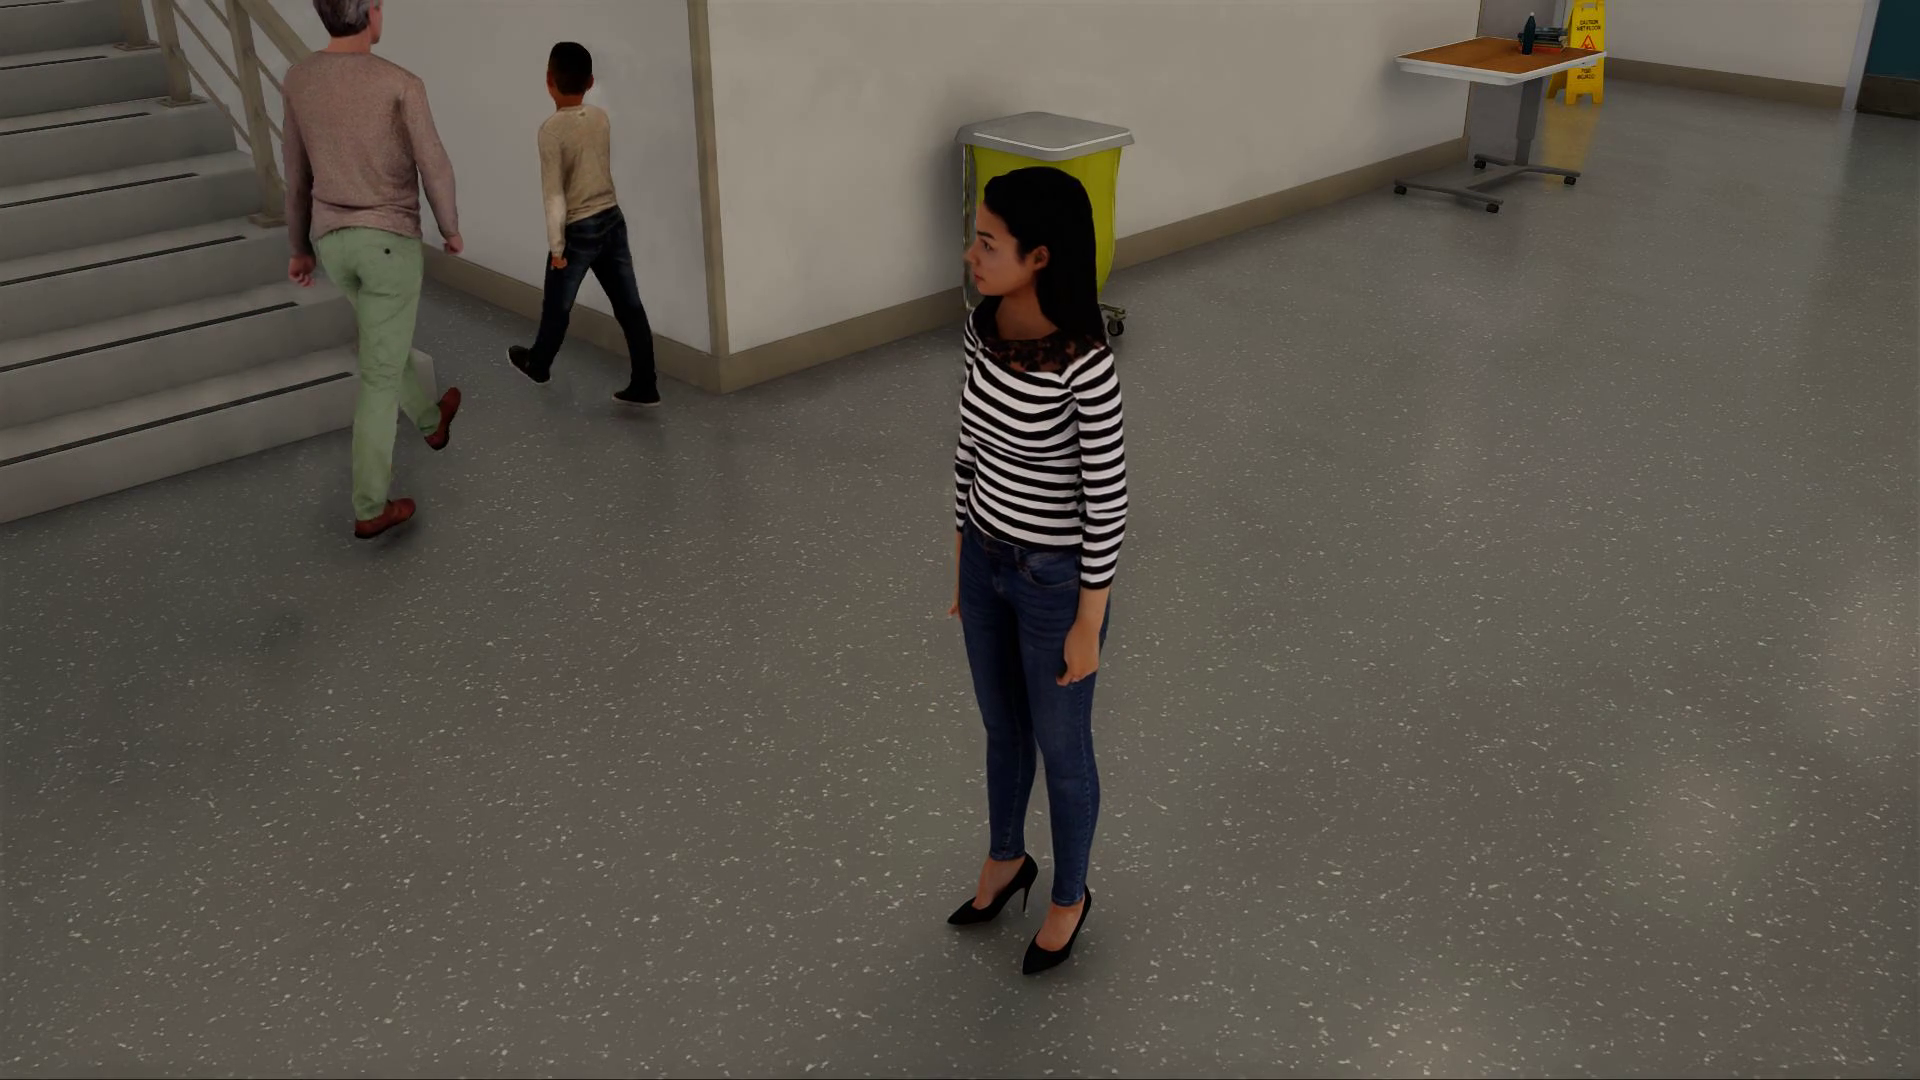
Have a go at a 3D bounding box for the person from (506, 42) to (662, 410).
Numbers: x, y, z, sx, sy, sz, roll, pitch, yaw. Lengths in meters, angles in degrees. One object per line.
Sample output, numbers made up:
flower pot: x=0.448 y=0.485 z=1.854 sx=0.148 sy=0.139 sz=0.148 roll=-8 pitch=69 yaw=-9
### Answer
person: x=-1.395 y=-1.177 z=6.535 sx=1.035 sy=1.428 sz=0.670 roll=16 pitch=30 yaw=30

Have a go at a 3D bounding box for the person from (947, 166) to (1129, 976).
person: x=0.152 y=0.112 z=3.440 sx=0.654 sy=1.794 sz=0.461 roll=-19 pitch=32 yaw=-34

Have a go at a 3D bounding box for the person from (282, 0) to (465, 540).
person: x=-1.976 y=-0.888 z=5.472 sx=1.244 sy=1.830 sz=1.133 roll=6 pitch=26 yaw=12
